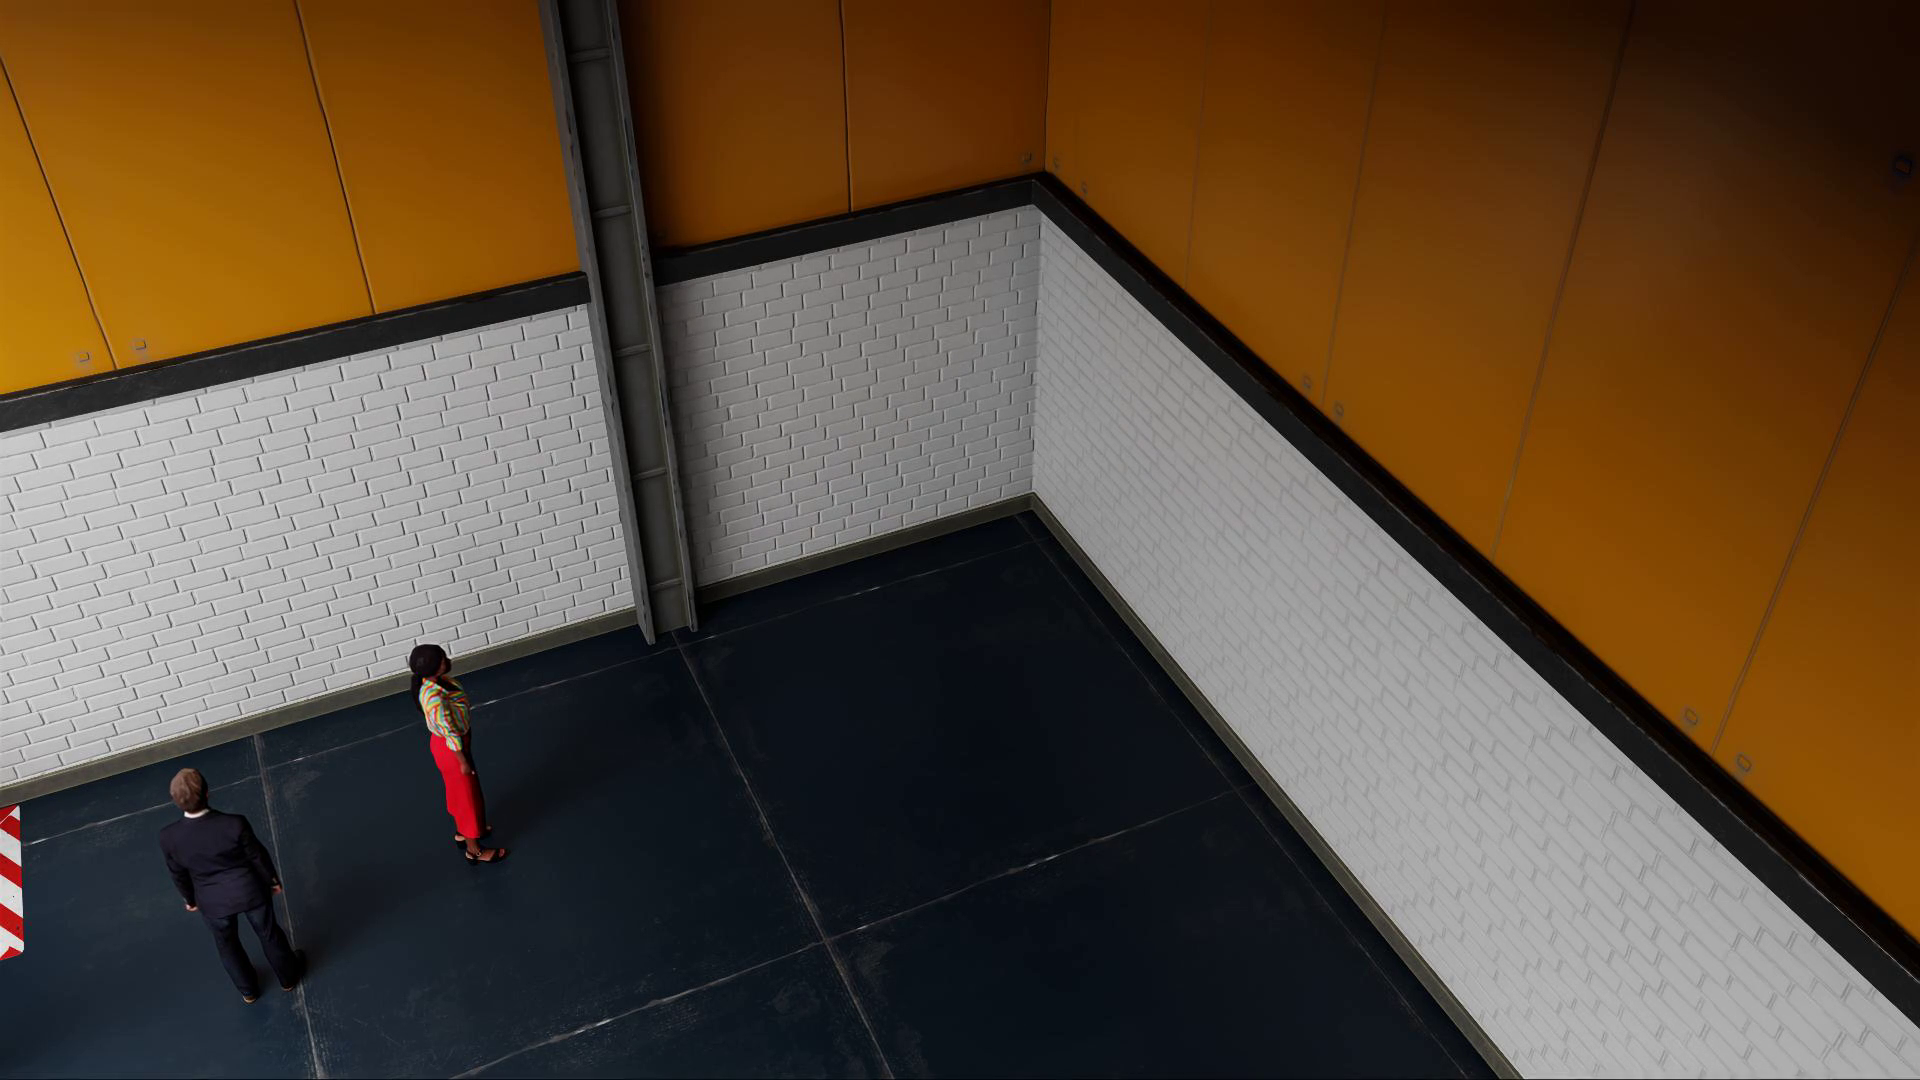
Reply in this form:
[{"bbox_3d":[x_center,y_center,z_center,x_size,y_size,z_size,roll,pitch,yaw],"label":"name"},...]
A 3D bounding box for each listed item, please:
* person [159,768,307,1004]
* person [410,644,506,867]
[{"bbox_3d":[-4.194,1.981,9.530,0.572,1.815,0.774,-10,40,-13],"label":"person"},{"bbox_3d":[-3.158,1.333,10.359,0.556,1.793,0.613,-21,43,-24],"label":"person"}]
